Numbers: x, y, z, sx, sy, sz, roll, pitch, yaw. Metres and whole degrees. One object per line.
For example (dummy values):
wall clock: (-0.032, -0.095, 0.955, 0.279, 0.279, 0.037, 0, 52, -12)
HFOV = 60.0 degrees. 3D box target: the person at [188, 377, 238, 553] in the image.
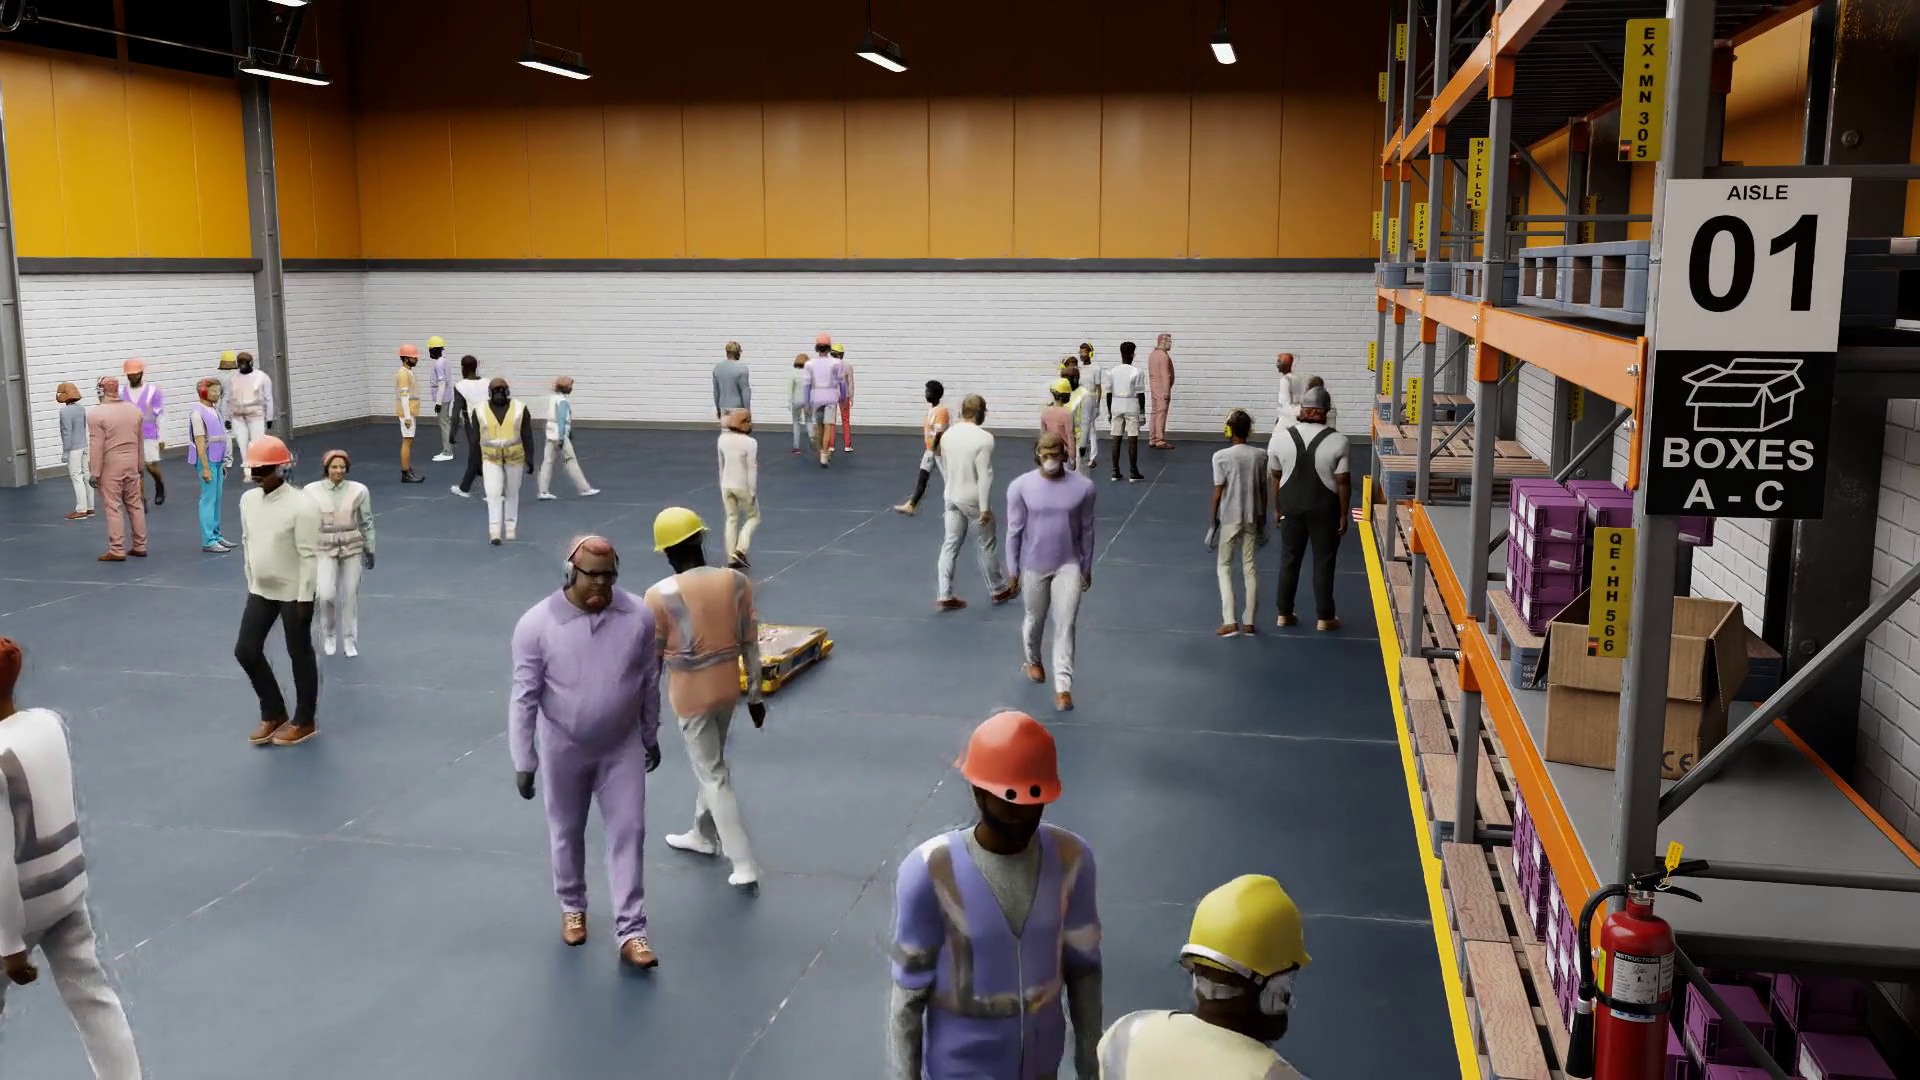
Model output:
person: (-7.931, -0.795, 17.581, 0.389, 1.848, 0.567, -1, 10, -9)

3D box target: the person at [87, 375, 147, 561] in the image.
person: (-8.664, -0.735, 17.051, 0.403, 1.904, 0.651, 4, 10, 21)

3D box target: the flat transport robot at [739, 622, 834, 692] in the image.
flat transport robot: (-1.470, 0.853, 12.393, 0.652, 0.197, 1.431, 2, 10, 13)

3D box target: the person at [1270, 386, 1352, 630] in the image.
person: (2.944, -0.277, 13.880, 0.684, 2.000, 0.535, 5, 11, 29)

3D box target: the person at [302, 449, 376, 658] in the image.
person: (-4.763, 0.110, 12.779, 0.536, 1.620, 0.400, -5, 10, -26)

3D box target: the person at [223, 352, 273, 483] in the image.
person: (-9.902, -1.707, 23.145, 0.629, 1.828, 0.477, -1, 9, -4)

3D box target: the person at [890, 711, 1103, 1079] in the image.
person: (0.114, 1.370, 4.320, 0.562, 1.920, 0.427, -4, 10, -25)

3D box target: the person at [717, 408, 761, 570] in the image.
person: (-2.190, -0.502, 16.511, 0.509, 1.616, 0.351, 5, 10, 26)

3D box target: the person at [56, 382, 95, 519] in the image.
person: (-10.570, -1.064, 19.846, 0.281, 1.634, 0.498, 0, 9, -2)

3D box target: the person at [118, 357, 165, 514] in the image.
person: (-9.981, -1.278, 20.274, 0.548, 1.919, 0.558, -2, 10, -10)

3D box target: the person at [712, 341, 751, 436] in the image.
person: (-3.245, -1.875, 23.818, 0.647, 1.936, 0.382, 6, 11, 31)

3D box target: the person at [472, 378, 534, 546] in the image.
person: (-4.944, -0.847, 18.023, 0.647, 1.798, 0.915, -3, 10, -15)

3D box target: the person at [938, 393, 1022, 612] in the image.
person: (0.148, -0.339, 14.685, 0.649, 1.897, 0.950, 9, 13, 43)

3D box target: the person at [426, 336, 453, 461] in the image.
person: (-8.032, -2.184, 25.711, 0.370, 1.928, 0.585, -2, 10, -11)

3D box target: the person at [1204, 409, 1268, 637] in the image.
person: (2.259, -0.121, 13.535, 0.583, 1.858, 0.361, -2, 10, -14)

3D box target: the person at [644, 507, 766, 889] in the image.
person: (-1.252, 0.766, 8.161, 0.863, 1.867, 0.589, 8, 13, 41)

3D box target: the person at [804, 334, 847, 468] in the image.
person: (-2.039, -2.093, 24.988, 0.610, 1.999, 1.049, 2, 10, 10)

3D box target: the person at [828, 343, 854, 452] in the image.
person: (-1.970, -2.288, 26.836, 0.526, 1.765, 0.329, 0, 9, 2)

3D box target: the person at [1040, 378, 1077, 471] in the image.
person: (1.122, -0.925, 18.613, 0.320, 1.767, 0.534, -7, 12, -38)

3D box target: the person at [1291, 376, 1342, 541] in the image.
person: (3.900, -0.897, 18.399, 0.750, 1.797, 0.532, 6, 11, 33)

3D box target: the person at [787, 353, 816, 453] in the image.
person: (-2.504, -2.182, 26.629, 0.546, 1.612, 0.481, -4, 10, -20)

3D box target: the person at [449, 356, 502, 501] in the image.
person: (-6.270, -1.438, 21.425, 1.022, 1.859, 0.611, 6, 11, 30)

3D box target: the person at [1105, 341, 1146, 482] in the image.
person: (2.326, -1.796, 23.253, 0.602, 1.967, 0.366, 6, 11, 31)

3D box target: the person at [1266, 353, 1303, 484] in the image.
person: (4.516, -1.647, 22.812, 1.017, 1.831, 0.577, 7, 12, 38)

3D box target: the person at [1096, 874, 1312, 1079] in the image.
person: (0.525, 1.576, 3.408, 0.457, 1.806, 0.604, -9, 13, -43)

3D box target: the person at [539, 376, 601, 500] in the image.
person: (-5.066, -1.315, 21.413, 0.831, 1.594, 0.544, -6, 11, -32)

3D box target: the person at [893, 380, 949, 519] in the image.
person: (-0.357, -1.058, 19.742, 0.848, 1.656, 0.538, -4, 10, -22)

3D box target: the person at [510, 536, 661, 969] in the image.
person: (-1.582, 0.920, 7.195, 0.684, 1.860, 0.915, -4, 10, -24)

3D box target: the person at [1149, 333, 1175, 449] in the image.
person: (3.334, -2.447, 27.365, 0.401, 1.904, 0.646, -2, 10, -13)

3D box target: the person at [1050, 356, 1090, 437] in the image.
person: (1.414, -1.440, 21.430, 0.570, 1.855, 0.420, -5, 11, -28)

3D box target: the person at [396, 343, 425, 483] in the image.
person: (-7.644, -1.764, 23.153, 0.375, 1.935, 0.551, -2, 10, -12)

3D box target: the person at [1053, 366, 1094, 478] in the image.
person: (1.309, -1.179, 19.973, 0.563, 1.819, 0.654, -8, 12, -40)

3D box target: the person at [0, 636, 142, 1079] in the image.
person: (-3.207, 1.209, 5.549, 0.993, 1.824, 0.574, 1, 9, 3)

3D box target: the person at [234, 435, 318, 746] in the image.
person: (-4.289, 0.333, 10.387, 0.652, 1.975, 0.548, 4, 10, 23)

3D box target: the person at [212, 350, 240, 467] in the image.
person: (-10.929, -1.968, 24.964, 0.484, 1.745, 0.296, -5, 11, -28)

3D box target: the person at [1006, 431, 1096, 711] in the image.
person: (0.627, 0.167, 11.660, 0.628, 1.906, 0.962, -1, 9, -3)

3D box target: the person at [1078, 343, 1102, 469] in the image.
person: (1.870, -1.994, 24.745, 0.516, 1.872, 0.327, 8, 12, 40)
